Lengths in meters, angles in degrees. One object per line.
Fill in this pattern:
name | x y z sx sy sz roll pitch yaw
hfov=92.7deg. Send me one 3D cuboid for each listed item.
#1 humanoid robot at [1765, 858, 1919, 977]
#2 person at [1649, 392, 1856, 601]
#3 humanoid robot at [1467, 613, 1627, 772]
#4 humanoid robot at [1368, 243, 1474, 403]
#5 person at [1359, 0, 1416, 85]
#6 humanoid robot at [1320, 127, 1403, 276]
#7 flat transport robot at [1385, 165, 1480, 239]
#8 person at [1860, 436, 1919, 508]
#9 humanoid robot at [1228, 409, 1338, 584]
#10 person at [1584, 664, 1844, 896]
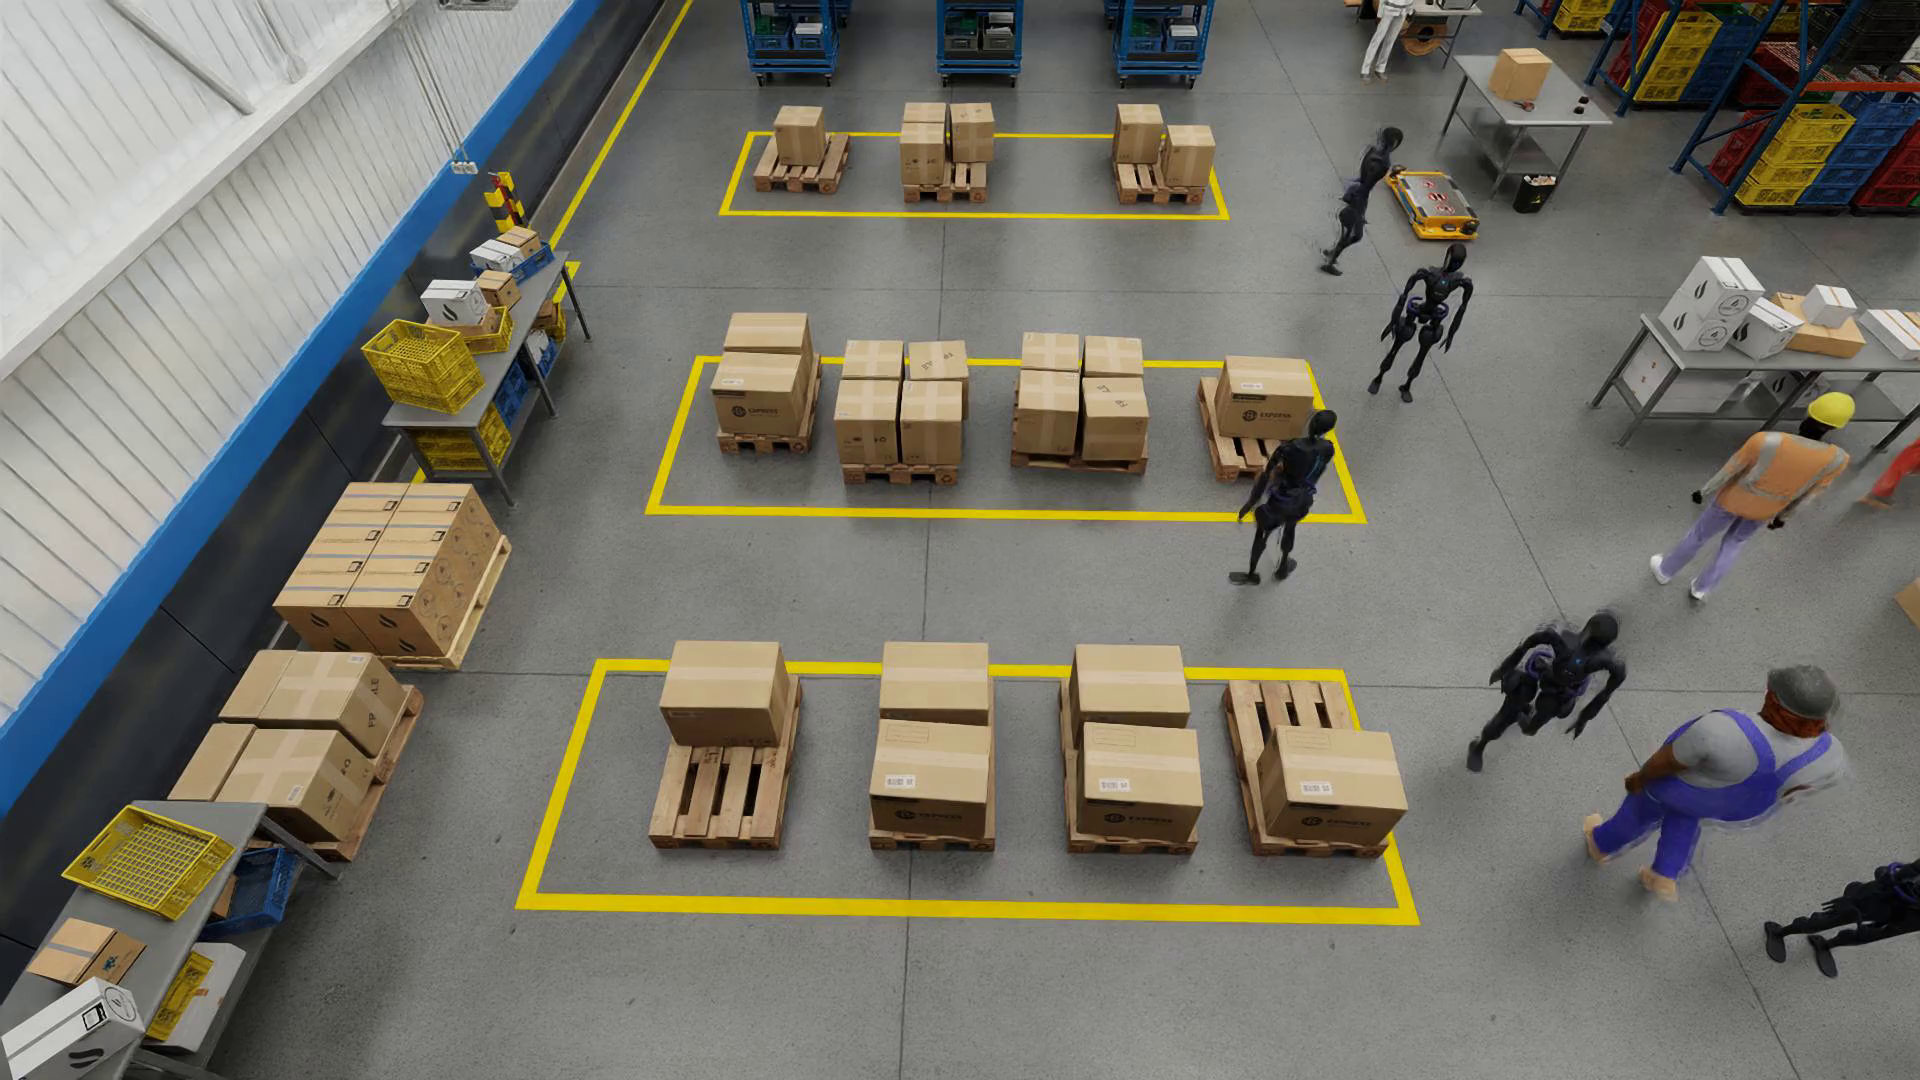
humanoid robot | 5.068 1.966 4.898 0.579 1.652 0.328 13 50 11
person | 5.762 -0.295 6.697 0.589 1.929 0.371 18 51 15
humanoid robot | 3.758 0.894 5.828 0.592 1.631 0.576 27 54 21
humanoid robot | 4.183 -1.947 8.289 0.596 1.648 0.365 18 52 15
person | 6.134 -7.438 12.904 0.575 1.881 0.350 -11 50 -9
humanoid robot | 4.251 -3.549 9.676 0.429 1.635 0.573 29 55 23
flat transport robot | 5.692 -4.094 11.059 0.652 0.197 1.431 1 49 1
person | 8.237 -1.084 7.383 1.008 1.914 0.664 -28 55 -22
humanoid robot | 2.401 -0.296 6.869 0.644 1.629 0.384 -17 51 -14
person | 4.207 1.351 5.193 0.695 2.000 0.579 10 50 8
